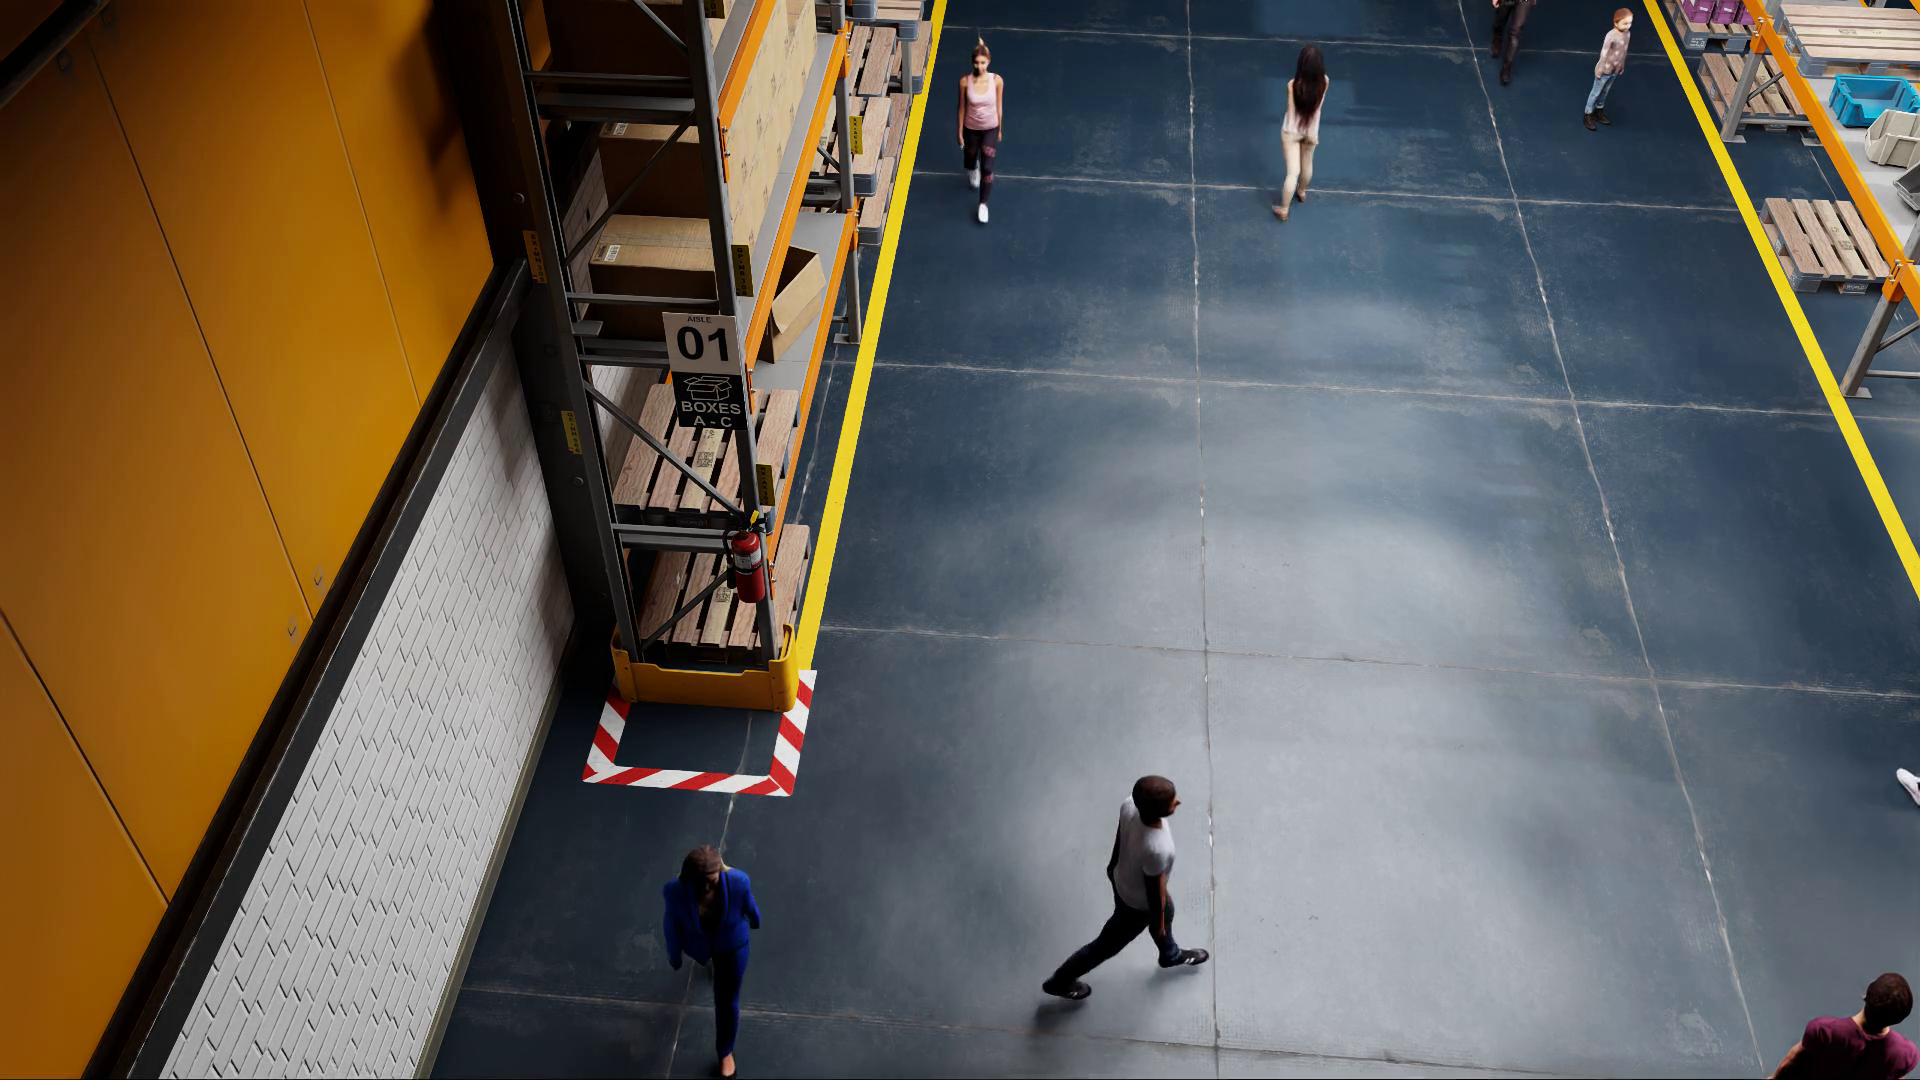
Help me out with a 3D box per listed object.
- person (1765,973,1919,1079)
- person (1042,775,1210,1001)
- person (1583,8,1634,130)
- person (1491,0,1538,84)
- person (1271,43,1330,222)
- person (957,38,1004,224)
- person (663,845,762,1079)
[{"bbox_3d":[4.163,2.688,8.043,0.689,1.848,0.593,11,45,11],"label":"person"},{"bbox_3d":[0.853,1.907,8.881,0.885,1.823,1.218,-6,44,-6],"label":"person"},{"bbox_3d":[6.313,-4.607,16.175,0.556,1.194,0.594,-20,47,-20],"label":"person"},{"bbox_3d":[5.632,-5.571,16.826,0.750,1.691,1.120,10,45,11],"label":"person"},{"bbox_3d":[3.026,-3.742,14.941,0.693,1.644,0.879,-4,44,-4],"label":"person"},{"bbox_3d":[0.183,-3.724,14.939,0.610,1.619,0.994,0,44,0],"label":"person"},{"bbox_3d":[-1.301,2.059,8.844,0.816,1.654,1.210,-3,44,-3],"label":"person"}]
